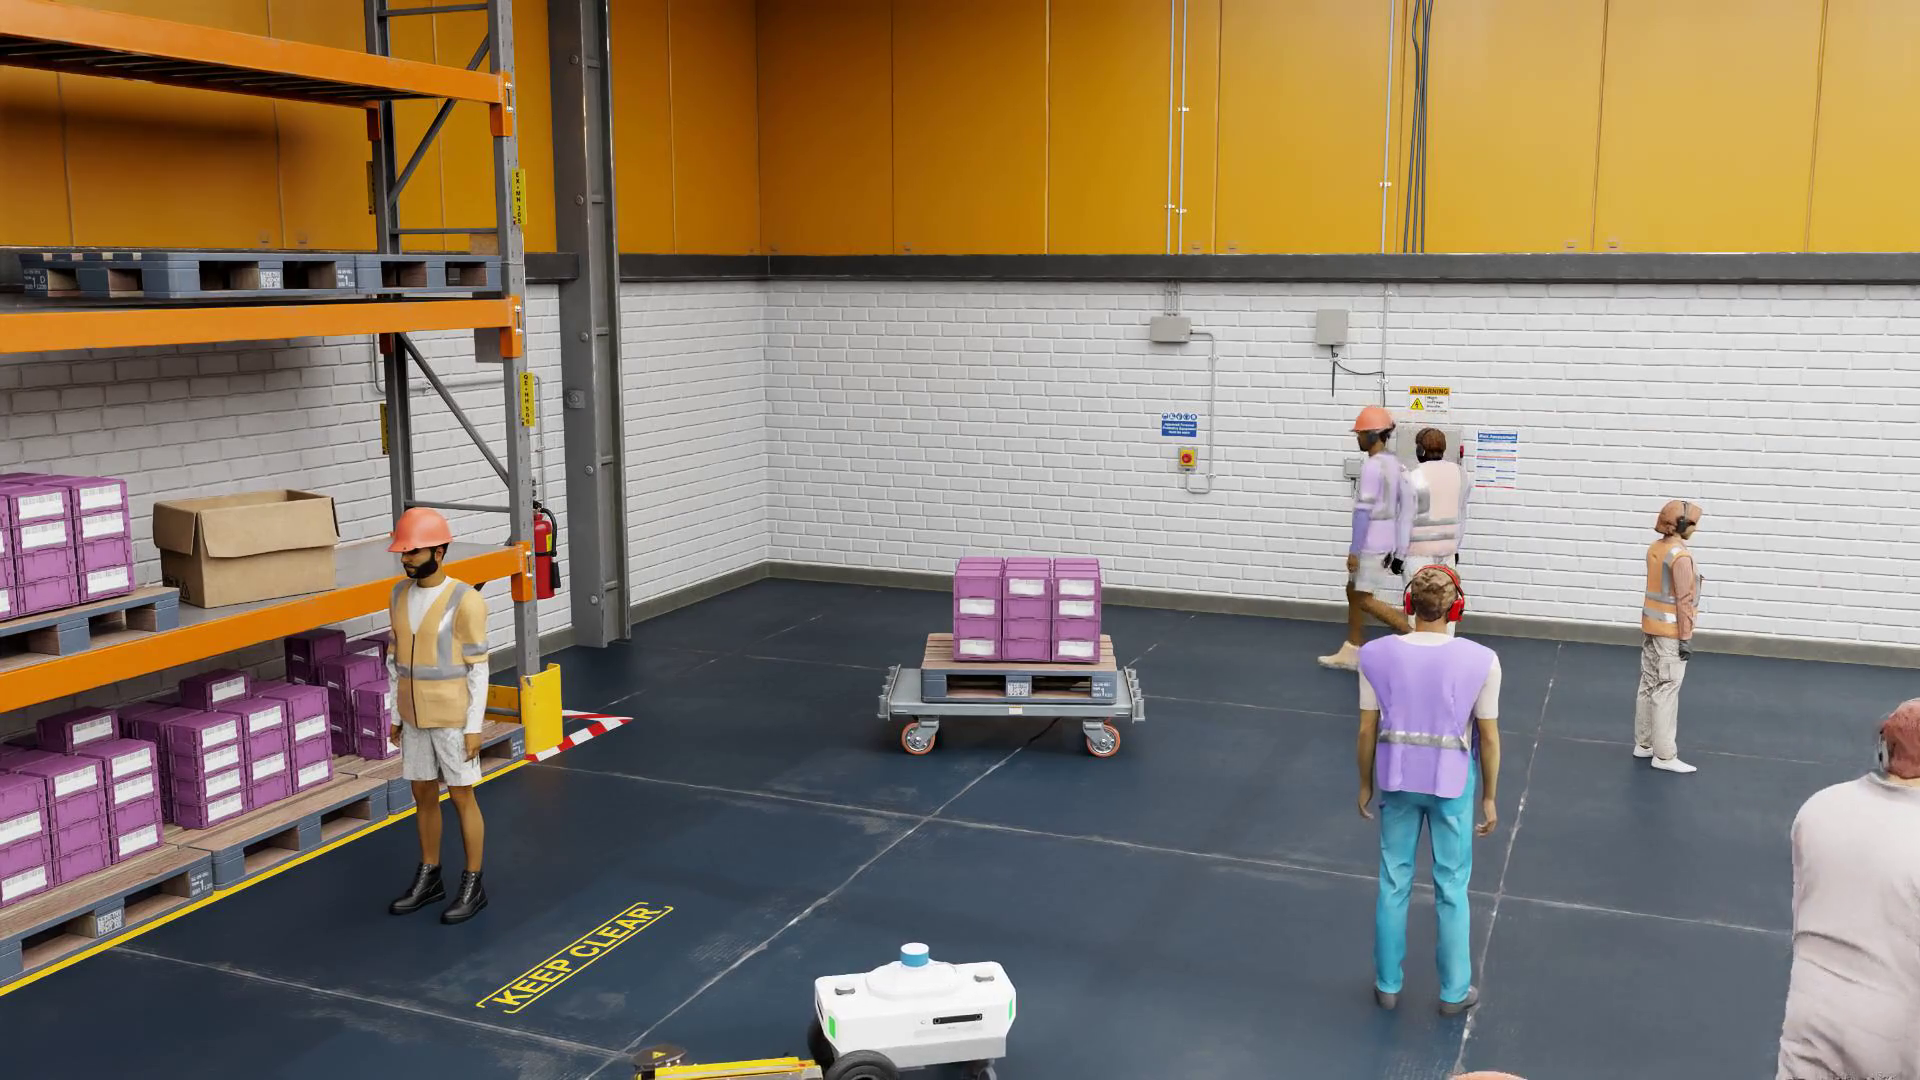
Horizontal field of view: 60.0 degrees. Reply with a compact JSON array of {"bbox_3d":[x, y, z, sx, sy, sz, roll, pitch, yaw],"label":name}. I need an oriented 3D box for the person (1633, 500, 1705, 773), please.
[{"bbox_3d":[4.276,0.570,10.042,0.308,1.640,0.511,0,9,0],"label":"person"}]

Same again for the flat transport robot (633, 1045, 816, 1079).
[{"bbox_3d":[-0.732,2.022,5.378,0.652,0.197,1.431,-2,10,-10],"label":"flat transport robot"}]

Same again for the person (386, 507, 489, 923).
[{"bbox_3d":[-2.439,0.807,7.705,0.549,1.937,0.358,4,10,23],"label":"person"}]

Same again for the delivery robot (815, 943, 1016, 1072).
[{"bbox_3d":[-0.162,1.718,6.079,0.707,0.478,0.477,-2,9,-12],"label":"delivery robot"}]

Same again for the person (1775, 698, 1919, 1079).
[{"bbox_3d":[2.557,1.363,4.610,1.014,1.854,0.674,-3,10,-20],"label":"person"}]

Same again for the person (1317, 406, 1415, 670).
[{"bbox_3d":[3.102,0.018,12.277,0.854,2.012,0.622,4,10,25],"label":"person"}]

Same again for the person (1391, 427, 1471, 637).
[{"bbox_3d":[3.474,0.082,12.390,0.624,1.845,0.430,-4,10,-21],"label":"person"}]

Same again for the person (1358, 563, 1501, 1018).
[{"bbox_3d":[1.878,1.015,6.718,0.563,1.847,0.388,4,10,24],"label":"person"}]

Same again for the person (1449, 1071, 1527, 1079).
[{"bbox_3d":[0.816,1.712,2.213,0.379,1.950,0.811,-4,10,-24],"label":"person"}]
